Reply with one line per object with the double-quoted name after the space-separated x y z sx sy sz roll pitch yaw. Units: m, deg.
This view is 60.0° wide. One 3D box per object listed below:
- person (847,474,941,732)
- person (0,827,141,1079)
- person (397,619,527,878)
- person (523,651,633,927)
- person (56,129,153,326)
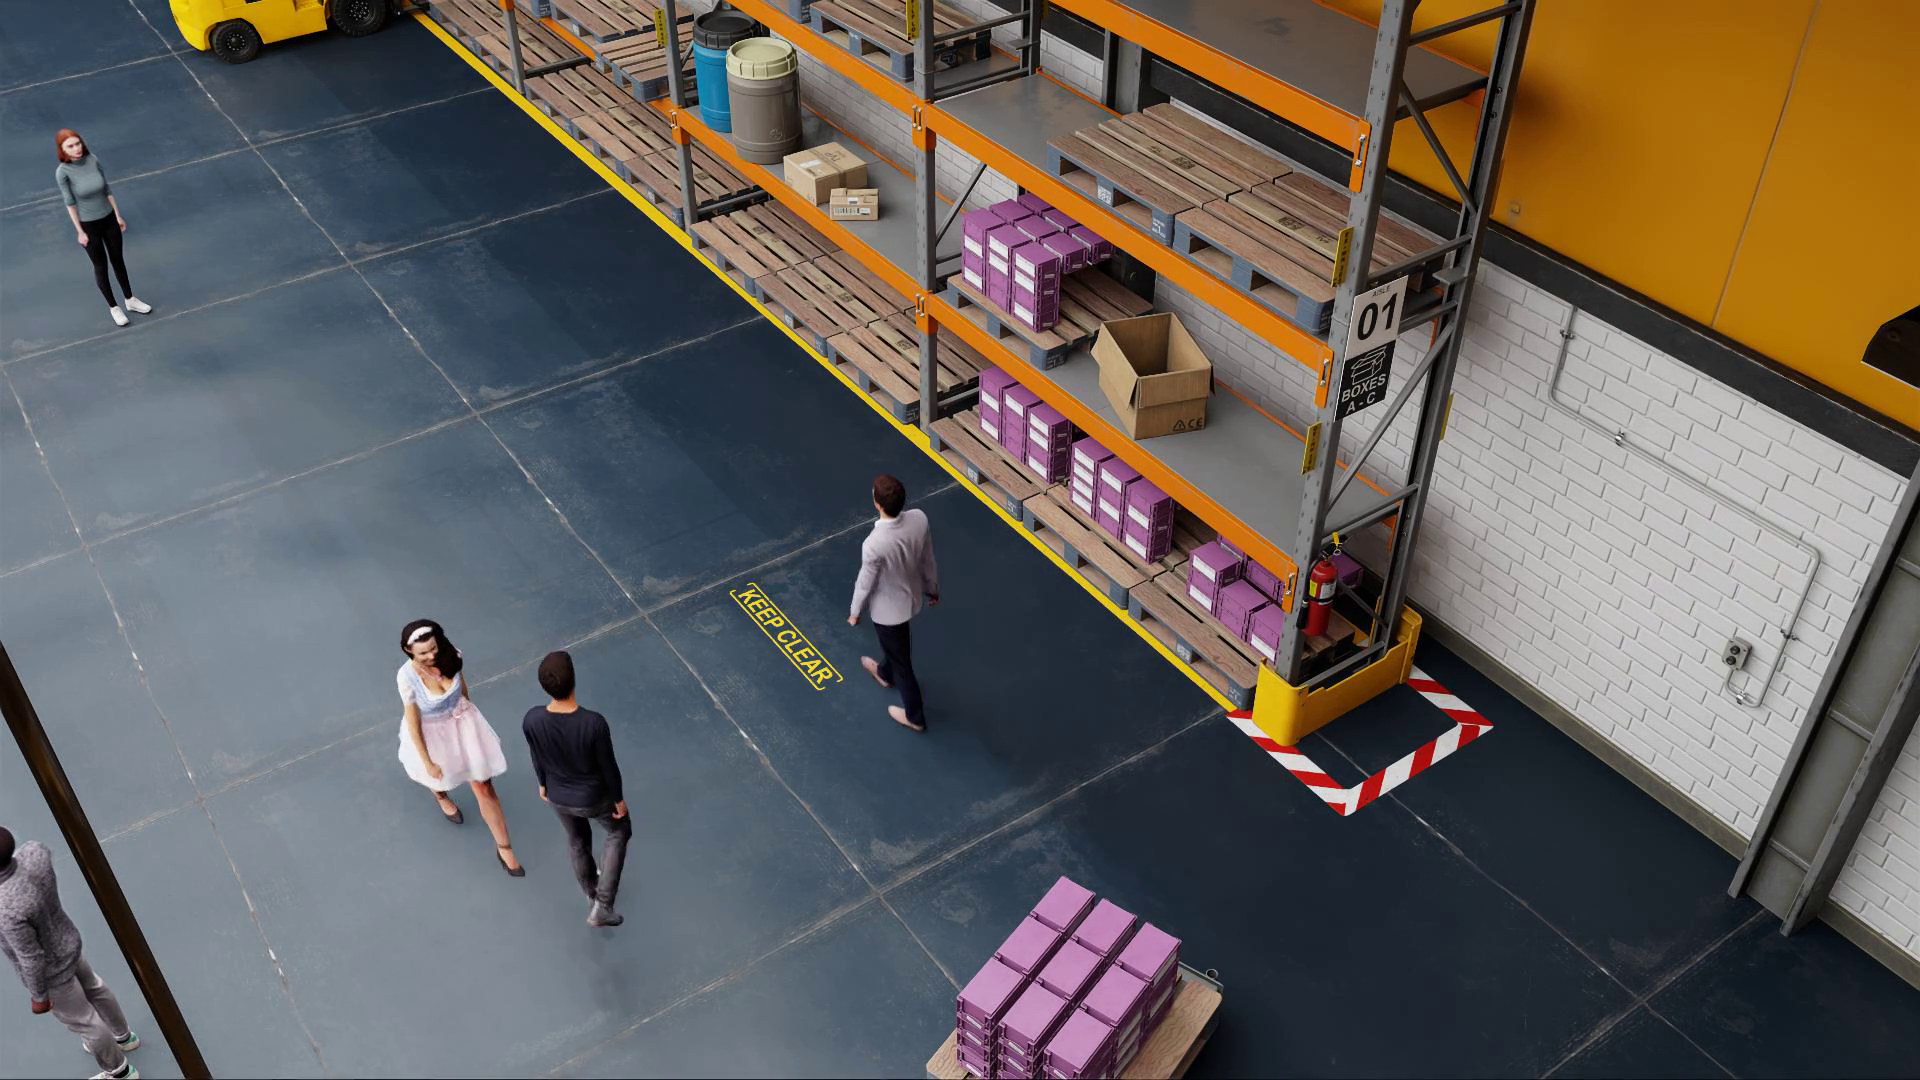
-0.324 0.428 10.176 1.038 1.824 0.859 28 47 31 "person"
-4.432 2.046 8.140 0.822 1.837 0.637 -8 39 -10 "person"
-2.956 1.086 9.404 1.190 1.759 0.774 31 48 33 "person"
-2.044 1.420 8.911 0.903 1.853 0.975 3 39 4 "person"
-7.318 -2.672 14.122 0.662 1.743 0.663 21 43 24 "person"
